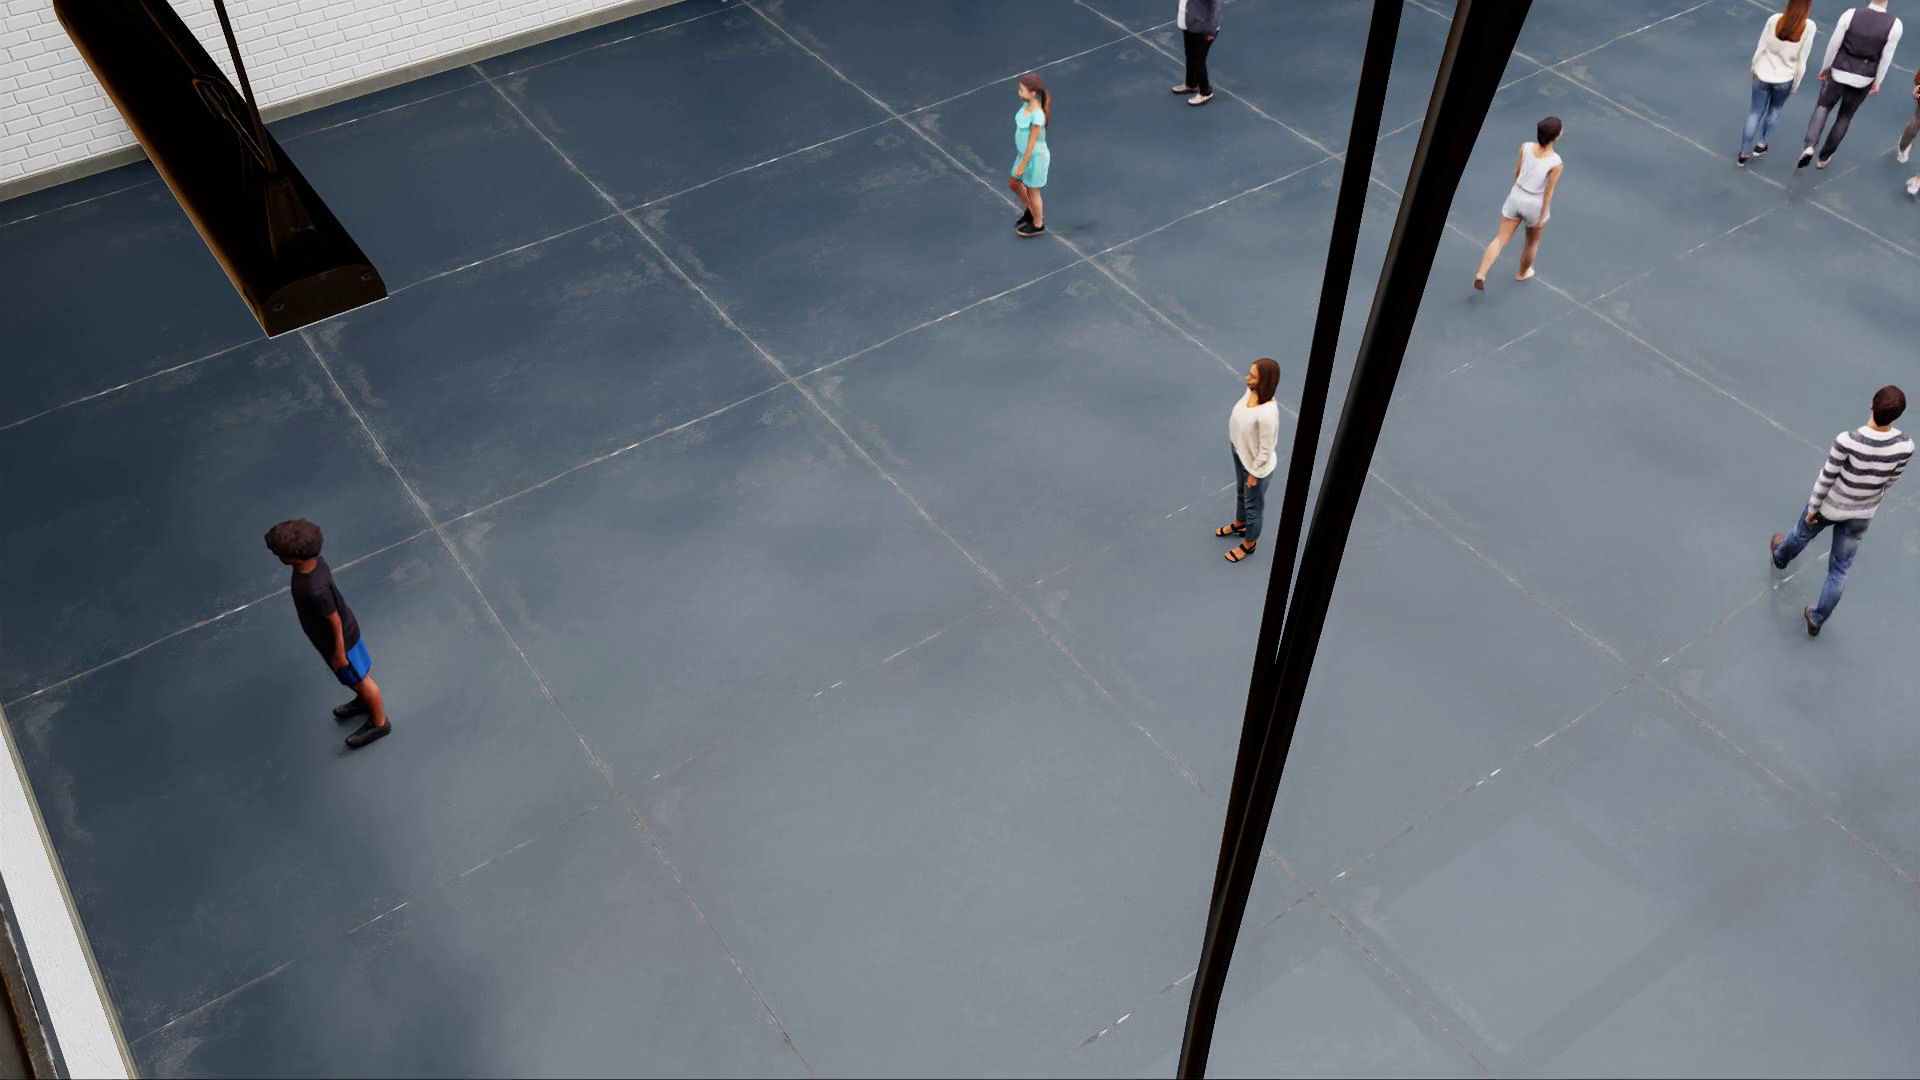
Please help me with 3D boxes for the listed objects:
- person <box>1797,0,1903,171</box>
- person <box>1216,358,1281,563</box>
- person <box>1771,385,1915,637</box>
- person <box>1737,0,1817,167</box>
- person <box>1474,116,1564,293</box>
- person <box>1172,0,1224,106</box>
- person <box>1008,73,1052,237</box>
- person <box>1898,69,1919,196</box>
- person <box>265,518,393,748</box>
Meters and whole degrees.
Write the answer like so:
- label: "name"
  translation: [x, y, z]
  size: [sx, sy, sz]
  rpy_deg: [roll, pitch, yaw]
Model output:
- label: "person"
  translation: [7.992, -4.114, 14.980]
  size: [0.898, 1.804, 1.042]
  rpy_deg: [25, 49, 24]
- label: "person"
  translation: [2.006, -0.564, 11.341]
  size: [0.698, 1.683, 0.694]
  rpy_deg: [-5, 44, -5]
- label: "person"
  translation: [5.768, -0.142, 10.810]
  size: [1.112, 1.806, 1.205]
  rpy_deg: [10, 45, 11]
- label: "person"
  translation: [7.398, -4.174, 15.138]
  size: [0.741, 1.673, 0.786]
  rpy_deg: [24, 49, 23]
- label: "person"
  translation: [4.614, -2.733, 13.689]
  size: [1.005, 1.585, 0.665]
  rpy_deg: [-33, 53, -30]
- label: "person"
  translation: [2.355, -5.001, 16.065]
  size: [0.767, 1.592, 0.765]
  rpy_deg: [-10, 45, -11]
- label: "person"
  translation: [0.693, -3.298, 14.310]
  size: [0.658, 1.548, 0.628]
  rpy_deg: [-7, 44, -8]
- label: "person"
  translation: [8.789, -3.942, 14.809]
  size: [1.033, 1.791, 1.256]
  rpy_deg: [19, 47, 19]
- label: "person"
  translation: [-3.797, 0.548, 10.095]
  size: [0.562, 1.793, 0.629]
  rpy_deg: [-21, 48, -21]
